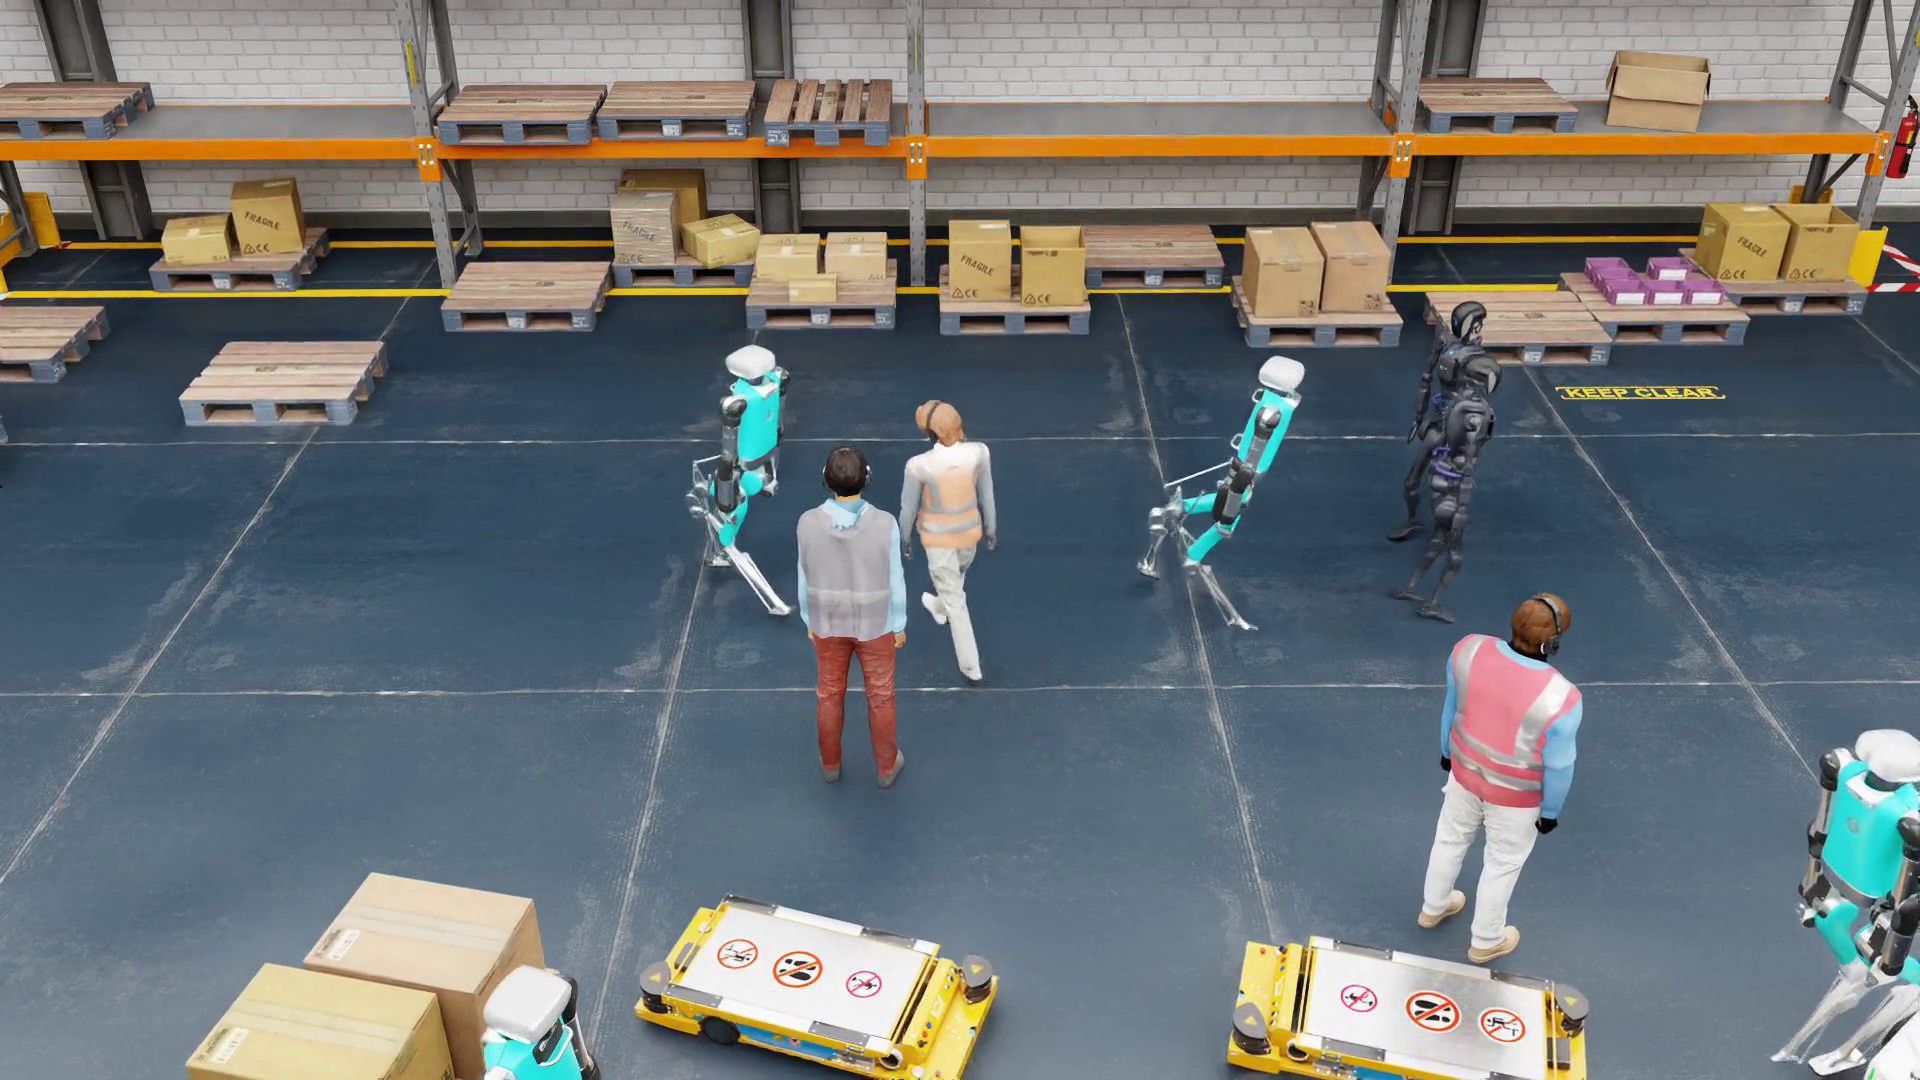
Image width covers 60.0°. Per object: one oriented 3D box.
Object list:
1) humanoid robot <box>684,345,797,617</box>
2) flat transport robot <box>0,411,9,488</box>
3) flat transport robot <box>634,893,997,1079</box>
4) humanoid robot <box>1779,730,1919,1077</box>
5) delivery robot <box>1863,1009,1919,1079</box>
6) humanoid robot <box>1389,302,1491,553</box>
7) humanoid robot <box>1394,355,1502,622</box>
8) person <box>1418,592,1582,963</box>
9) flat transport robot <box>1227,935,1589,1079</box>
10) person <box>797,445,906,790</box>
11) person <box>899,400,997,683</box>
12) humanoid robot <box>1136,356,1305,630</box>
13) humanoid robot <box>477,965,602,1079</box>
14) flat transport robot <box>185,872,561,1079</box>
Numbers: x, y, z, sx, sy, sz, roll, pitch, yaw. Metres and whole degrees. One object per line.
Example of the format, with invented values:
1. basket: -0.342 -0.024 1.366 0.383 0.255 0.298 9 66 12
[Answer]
1. humanoid robot: -1.354 -0.363 9.612 1.061 1.728 0.540 17 35 27
2. flat transport robot: -7.189 -0.428 11.124 1.431 0.231 0.659 15 34 23
3. flat transport robot: -0.615 1.944 7.174 1.431 0.231 0.659 10 32 16
4. humanoid robot: 3.644 1.490 6.543 0.750 1.820 0.543 -8 32 -14
5. delivery robot: 3.912 2.106 6.625 0.774 0.592 0.499 -23 38 -33
6. humanoid robot: 2.994 -0.668 10.159 0.359 1.654 0.588 -16 35 -25
7. humanoid robot: 2.833 -0.303 9.571 0.442 1.658 0.590 6 31 10
8. person: 2.343 1.021 7.200 0.431 1.836 0.629 -23 38 -33
9. flat transport robot: 1.888 2.050 6.998 1.431 0.231 0.659 8 32 13
10. person: -0.530 0.412 8.173 0.534 1.872 0.415 4 31 6
11. person: -0.075 -0.035 9.178 0.531 1.577 0.891 -14 34 -22
12. humanoid robot: 1.345 -0.286 9.502 1.065 1.750 0.534 12 33 19
13. humanoid robot: -1.093 2.084 5.386 0.735 1.677 0.533 7 32 11
14. flat transport robot: -2.259 2.296 6.589 1.431 0.231 0.659 7 32 11
